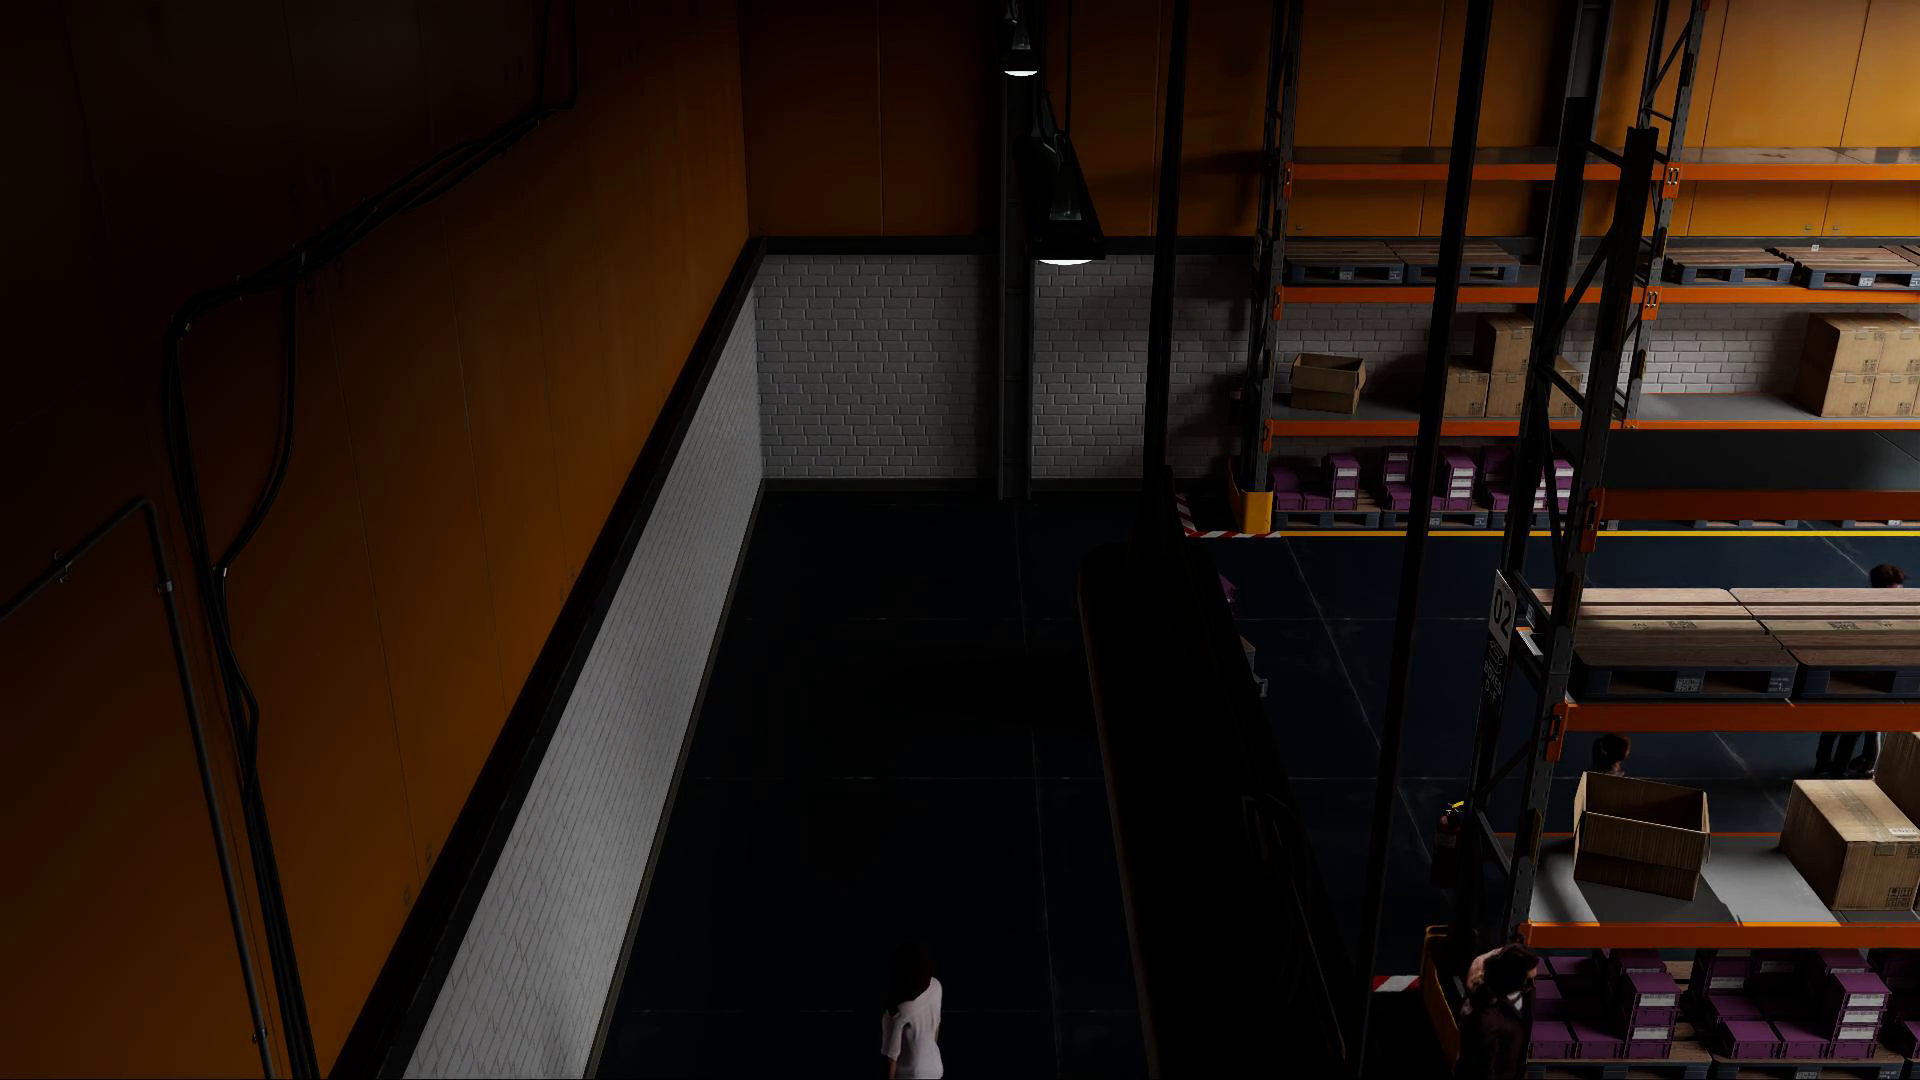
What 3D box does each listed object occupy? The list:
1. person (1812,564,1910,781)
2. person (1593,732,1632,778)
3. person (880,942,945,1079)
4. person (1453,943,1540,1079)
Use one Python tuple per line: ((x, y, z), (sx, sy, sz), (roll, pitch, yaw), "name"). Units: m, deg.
((7.304, 1.104, 13.504), (0.522, 1.959, 0.618), (-1, 24, -1), "person")
((4.755, 1.988, 12.298), (0.577, 1.305, 0.580), (5, 24, 11), "person")
((-0.235, 3.023, 9.318), (0.711, 1.794, 0.677), (17, 29, 35), "person")
((2.930, 2.967, 9.405), (0.942, 1.828, 0.877), (20, 30, 38), "person")
